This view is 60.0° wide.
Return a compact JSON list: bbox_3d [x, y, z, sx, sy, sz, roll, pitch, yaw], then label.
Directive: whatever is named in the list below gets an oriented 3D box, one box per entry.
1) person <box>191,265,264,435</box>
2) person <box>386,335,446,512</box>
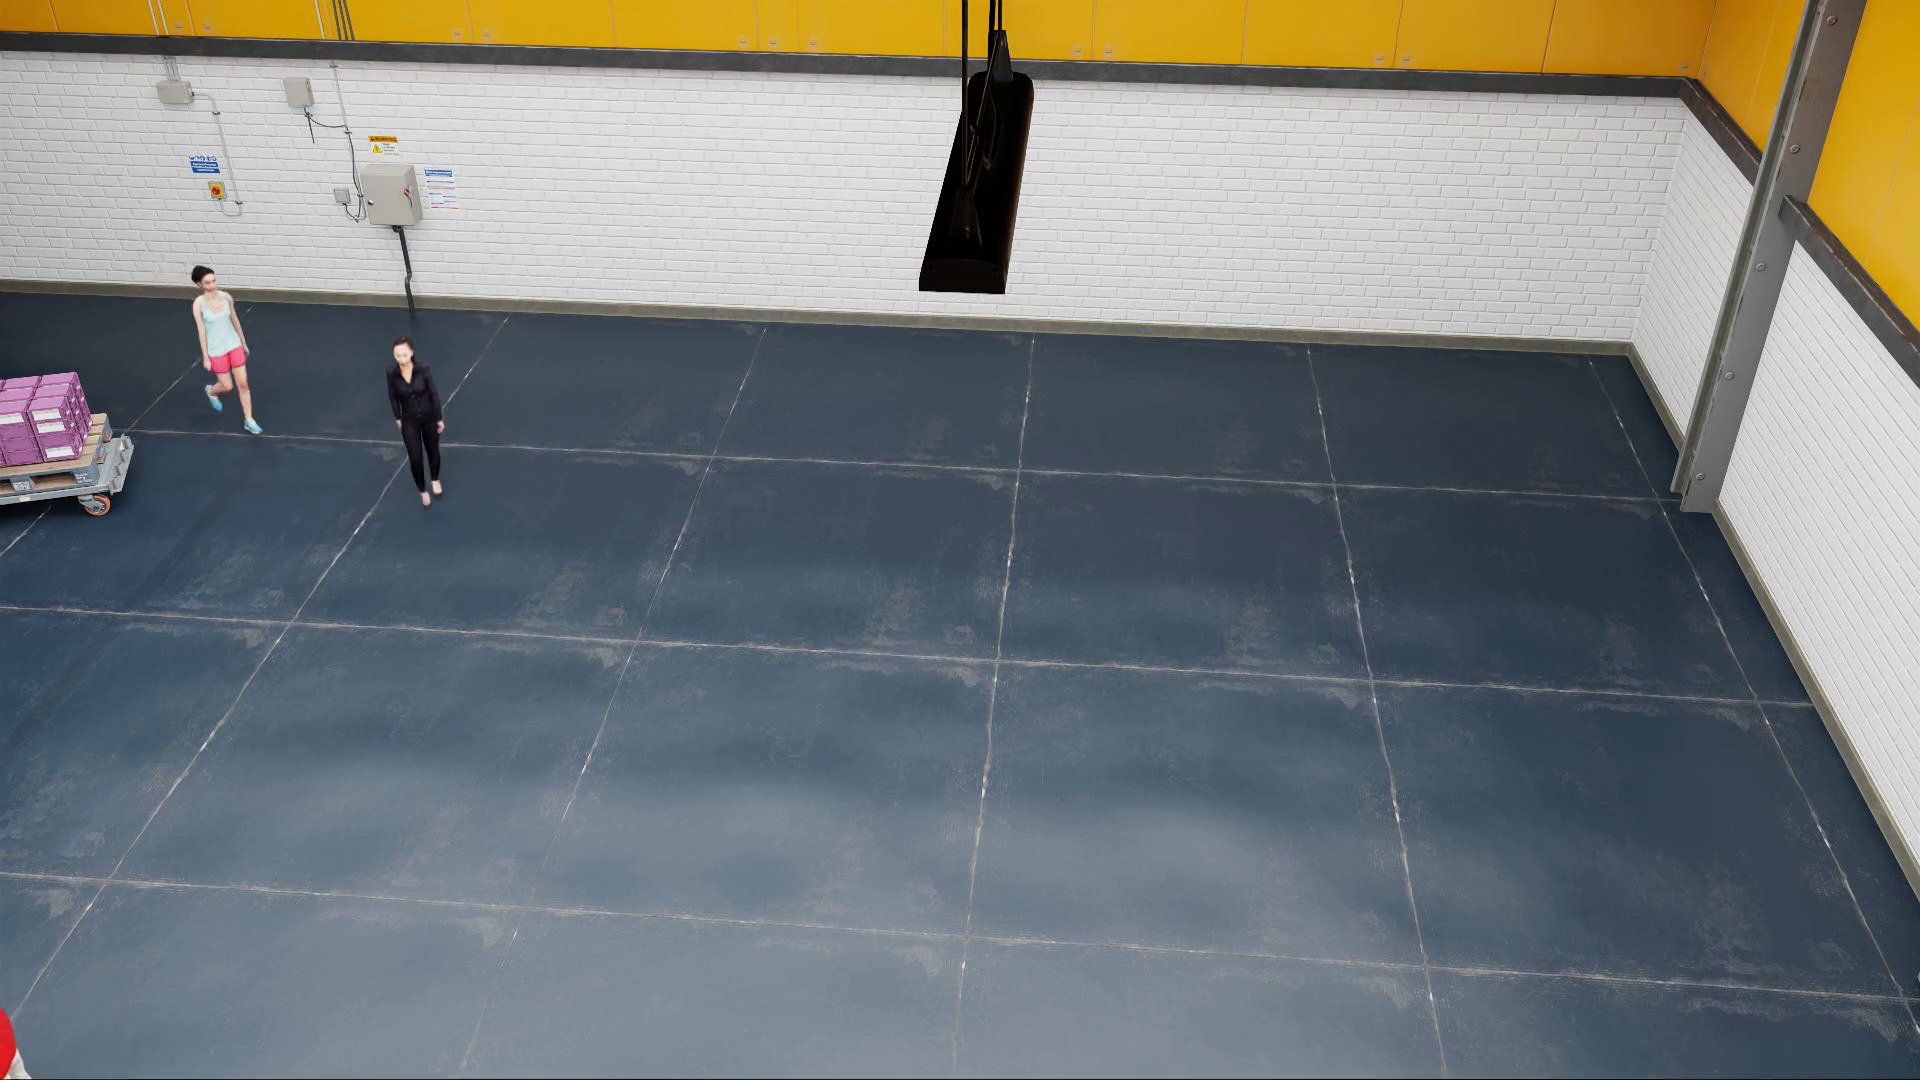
[{"bbox_3d":[-7.237,-1.860,16.231,0.982,1.748,0.985,23,40,31],"label":"person"},{"bbox_3d":[-4.920,-1.112,15.156,0.702,1.693,0.770,-10,35,-15],"label":"person"}]
